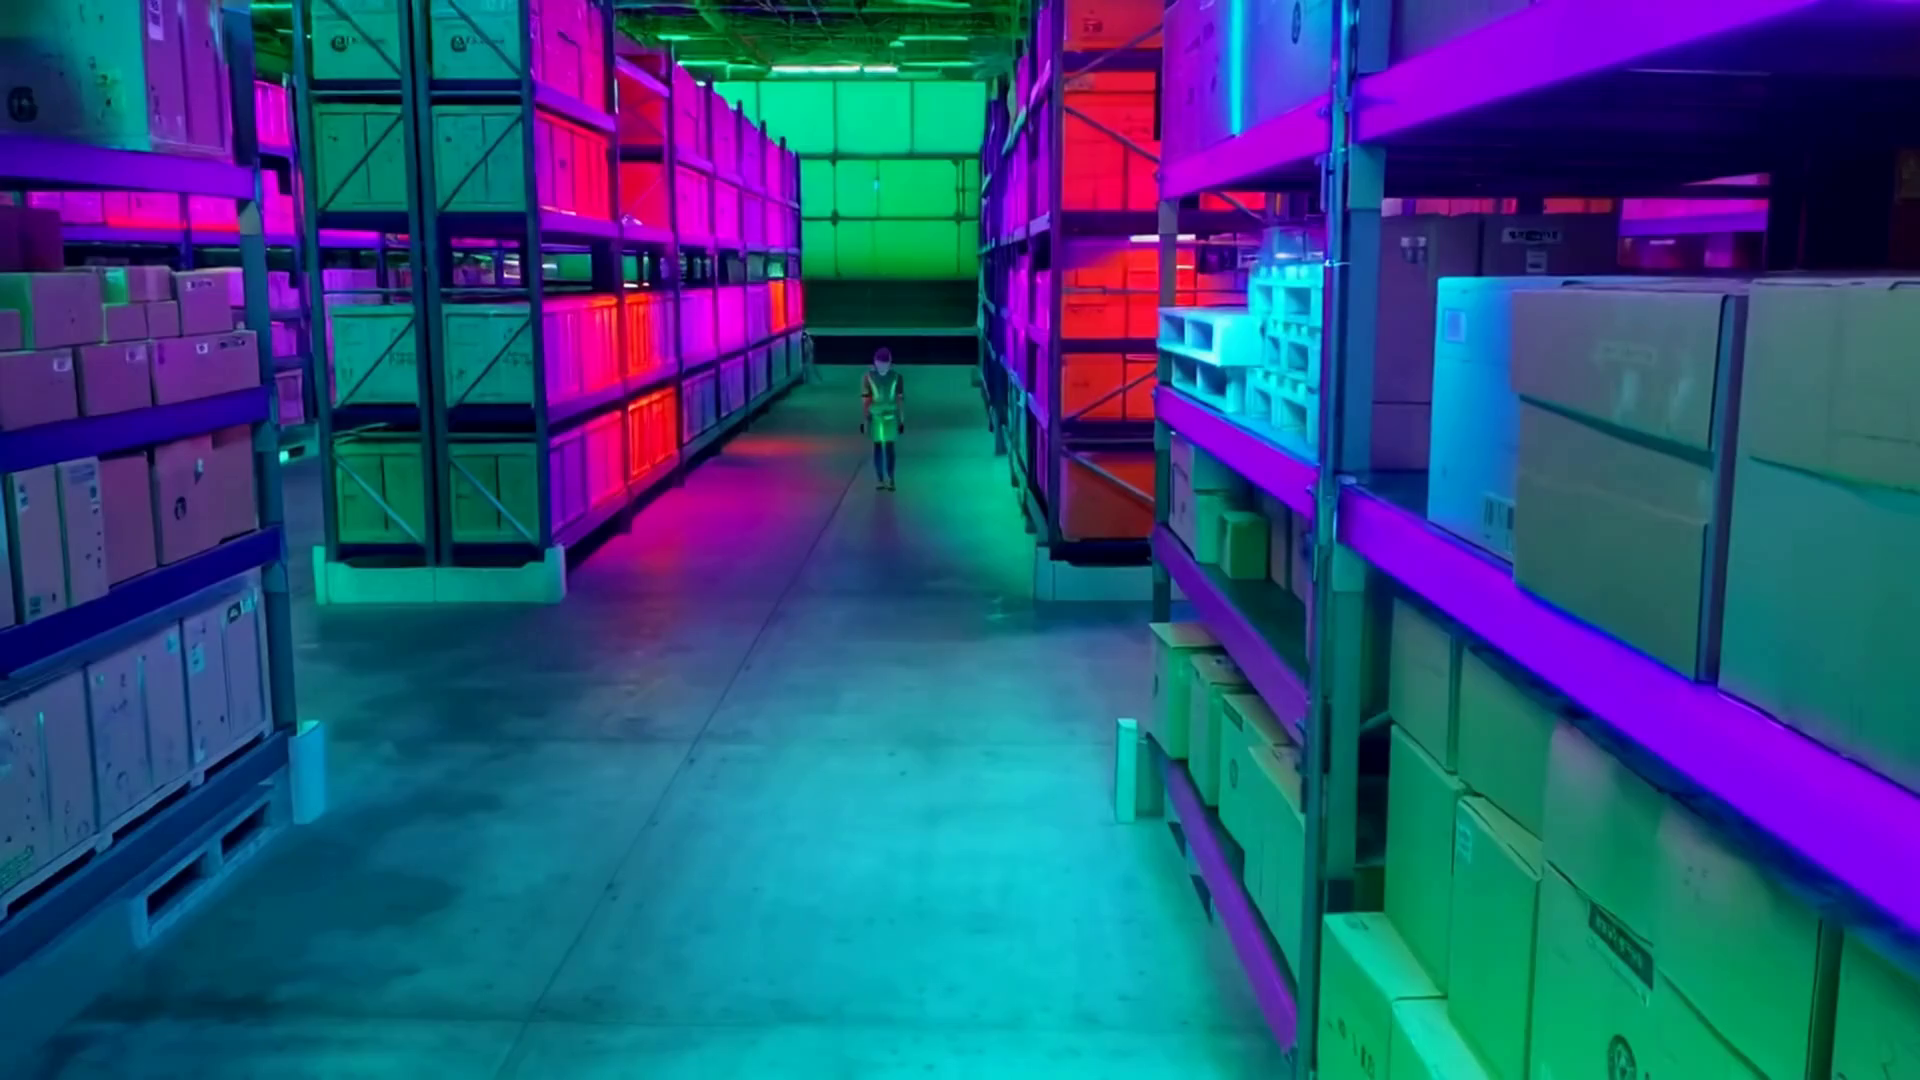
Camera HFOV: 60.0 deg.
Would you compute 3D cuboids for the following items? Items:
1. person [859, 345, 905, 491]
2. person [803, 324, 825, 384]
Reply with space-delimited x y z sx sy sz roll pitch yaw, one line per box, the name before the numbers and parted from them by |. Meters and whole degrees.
person | -1.068 -1.658 22.704 0.618 2.005 0.825 0 9 0
person | -3.934 -4.897 43.791 0.795 1.609 0.528 4 10 21
